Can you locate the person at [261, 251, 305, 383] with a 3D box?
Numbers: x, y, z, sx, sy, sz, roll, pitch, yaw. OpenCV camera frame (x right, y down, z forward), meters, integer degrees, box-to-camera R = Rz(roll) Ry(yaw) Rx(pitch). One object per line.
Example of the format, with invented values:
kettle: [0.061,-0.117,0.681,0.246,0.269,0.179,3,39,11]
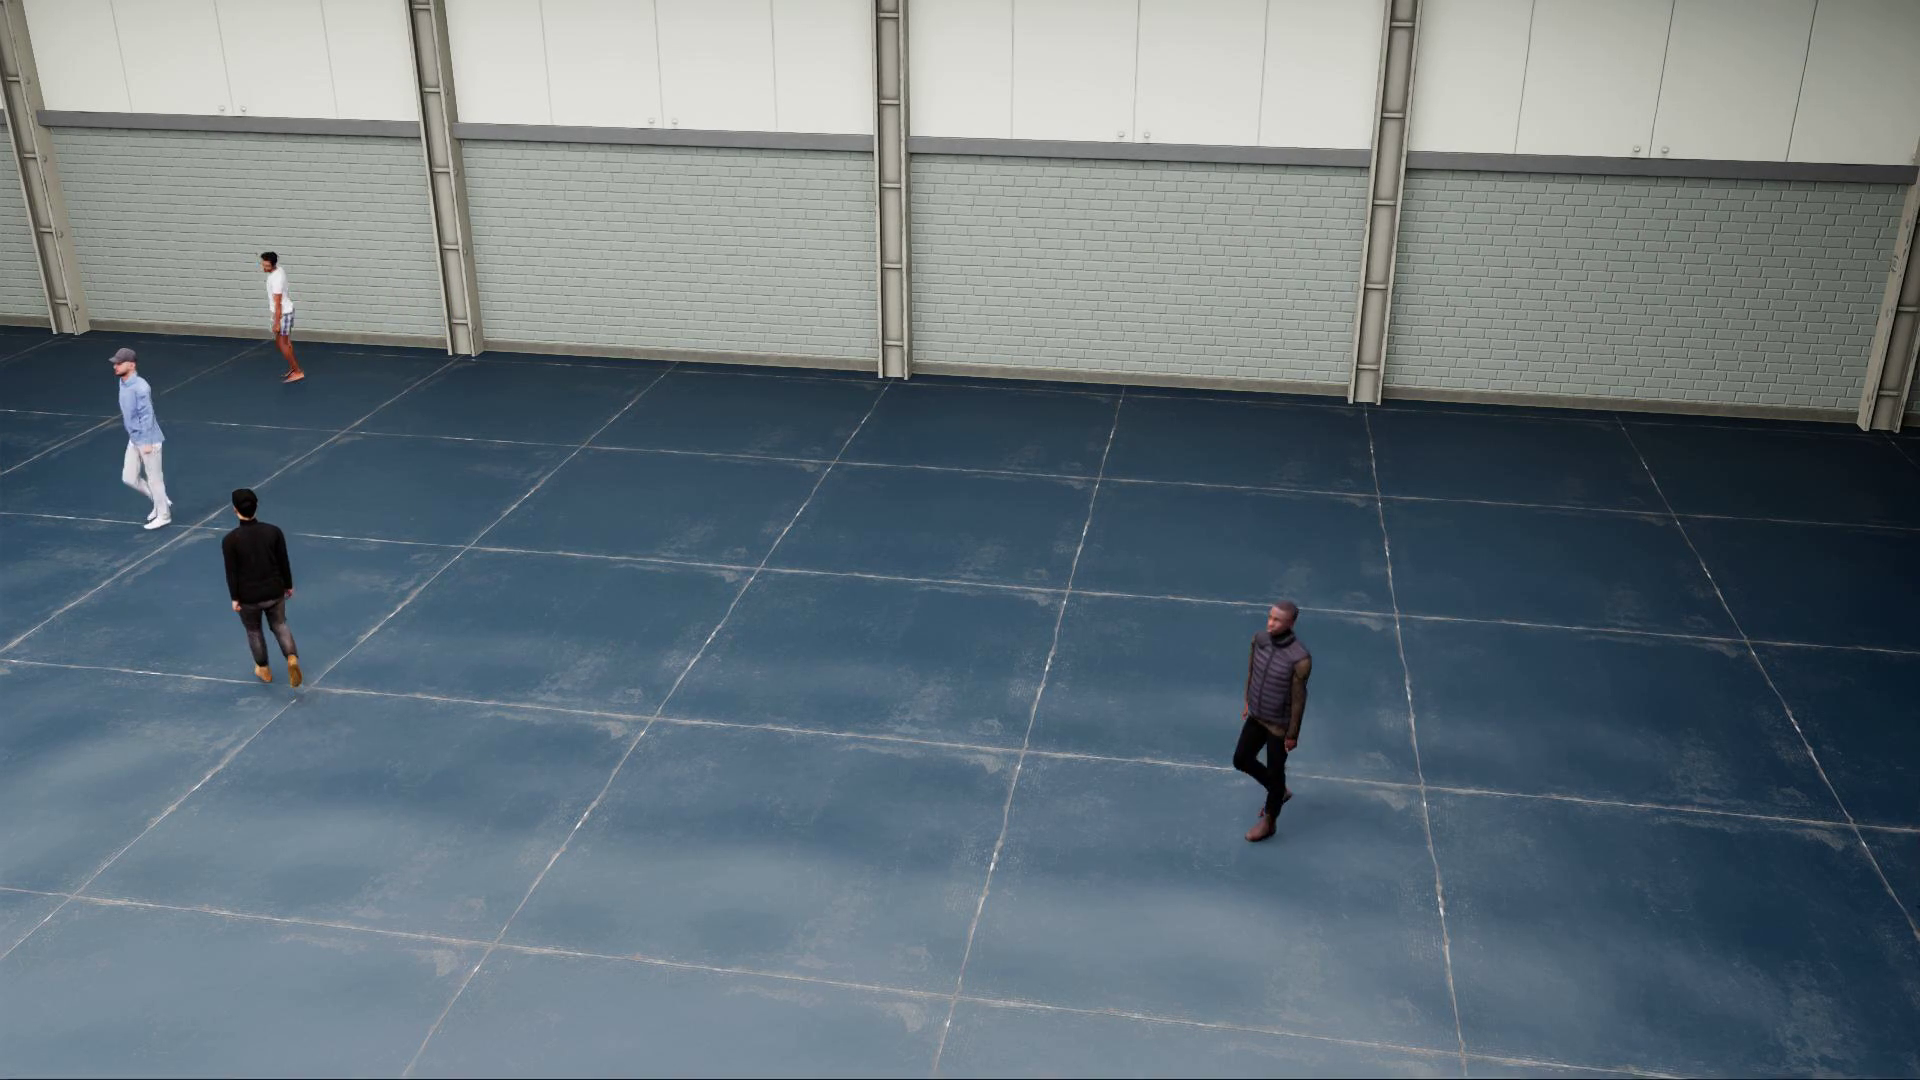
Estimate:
person: [-8.725,-2.905,21.356,0.730,1.709,0.763,0,23,-1]

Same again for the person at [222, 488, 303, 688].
person: [-5.670,0.424,13.531,0.961,1.706,1.038,-18,29,-36]

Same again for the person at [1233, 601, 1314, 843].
person: [2.227,1.225,11.493,0.949,1.828,0.891,-14,27,-30]

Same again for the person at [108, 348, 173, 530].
person: [-8.155,-1.043,16.761,0.743,1.878,0.835,16,28,33]
